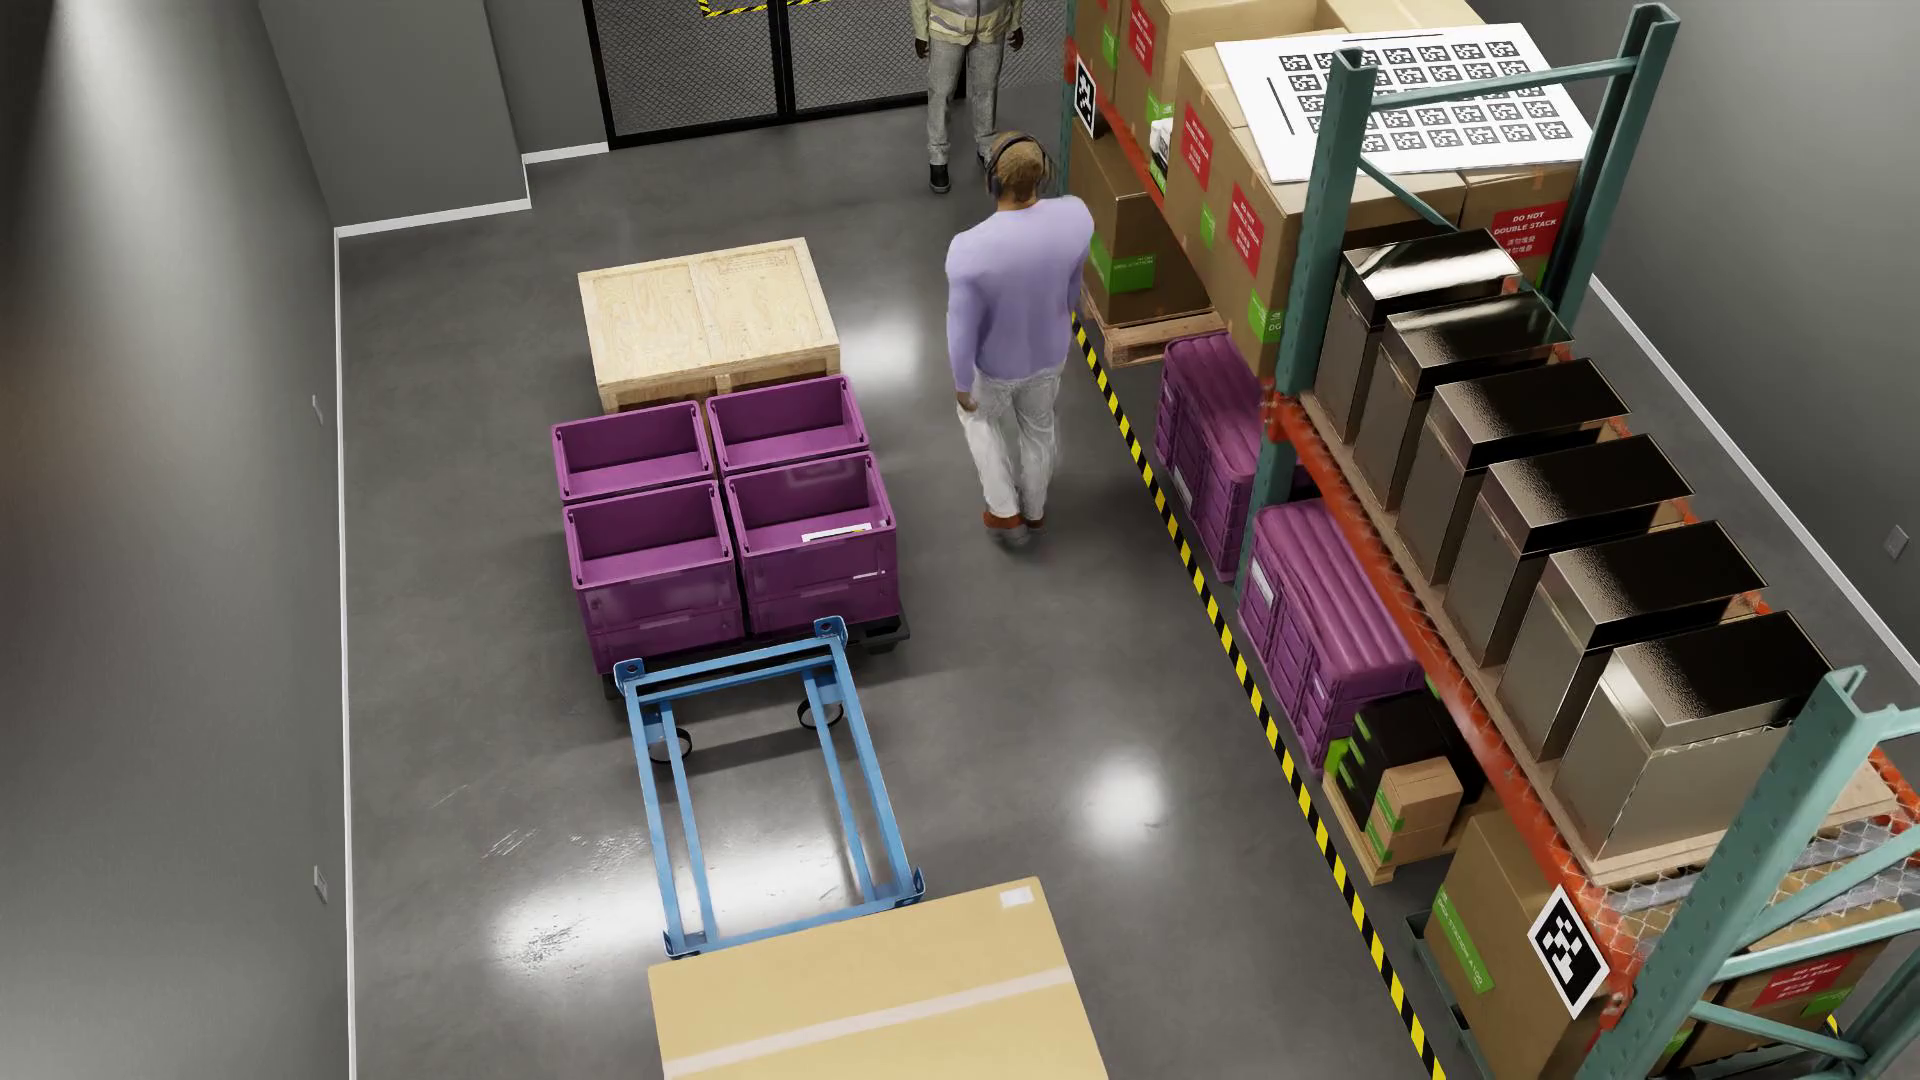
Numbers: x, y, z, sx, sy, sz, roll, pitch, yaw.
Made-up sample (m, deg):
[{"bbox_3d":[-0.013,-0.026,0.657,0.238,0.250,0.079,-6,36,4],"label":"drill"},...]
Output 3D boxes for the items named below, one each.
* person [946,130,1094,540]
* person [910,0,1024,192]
[{"bbox_3d":[0.214,-0.758,6.599,0.637,1.923,0.433,-20,50,-17],"label":"person"},{"bbox_3d":[0.045,-2.598,8.349,0.589,1.825,0.403,-11,48,-10],"label":"person"}]
